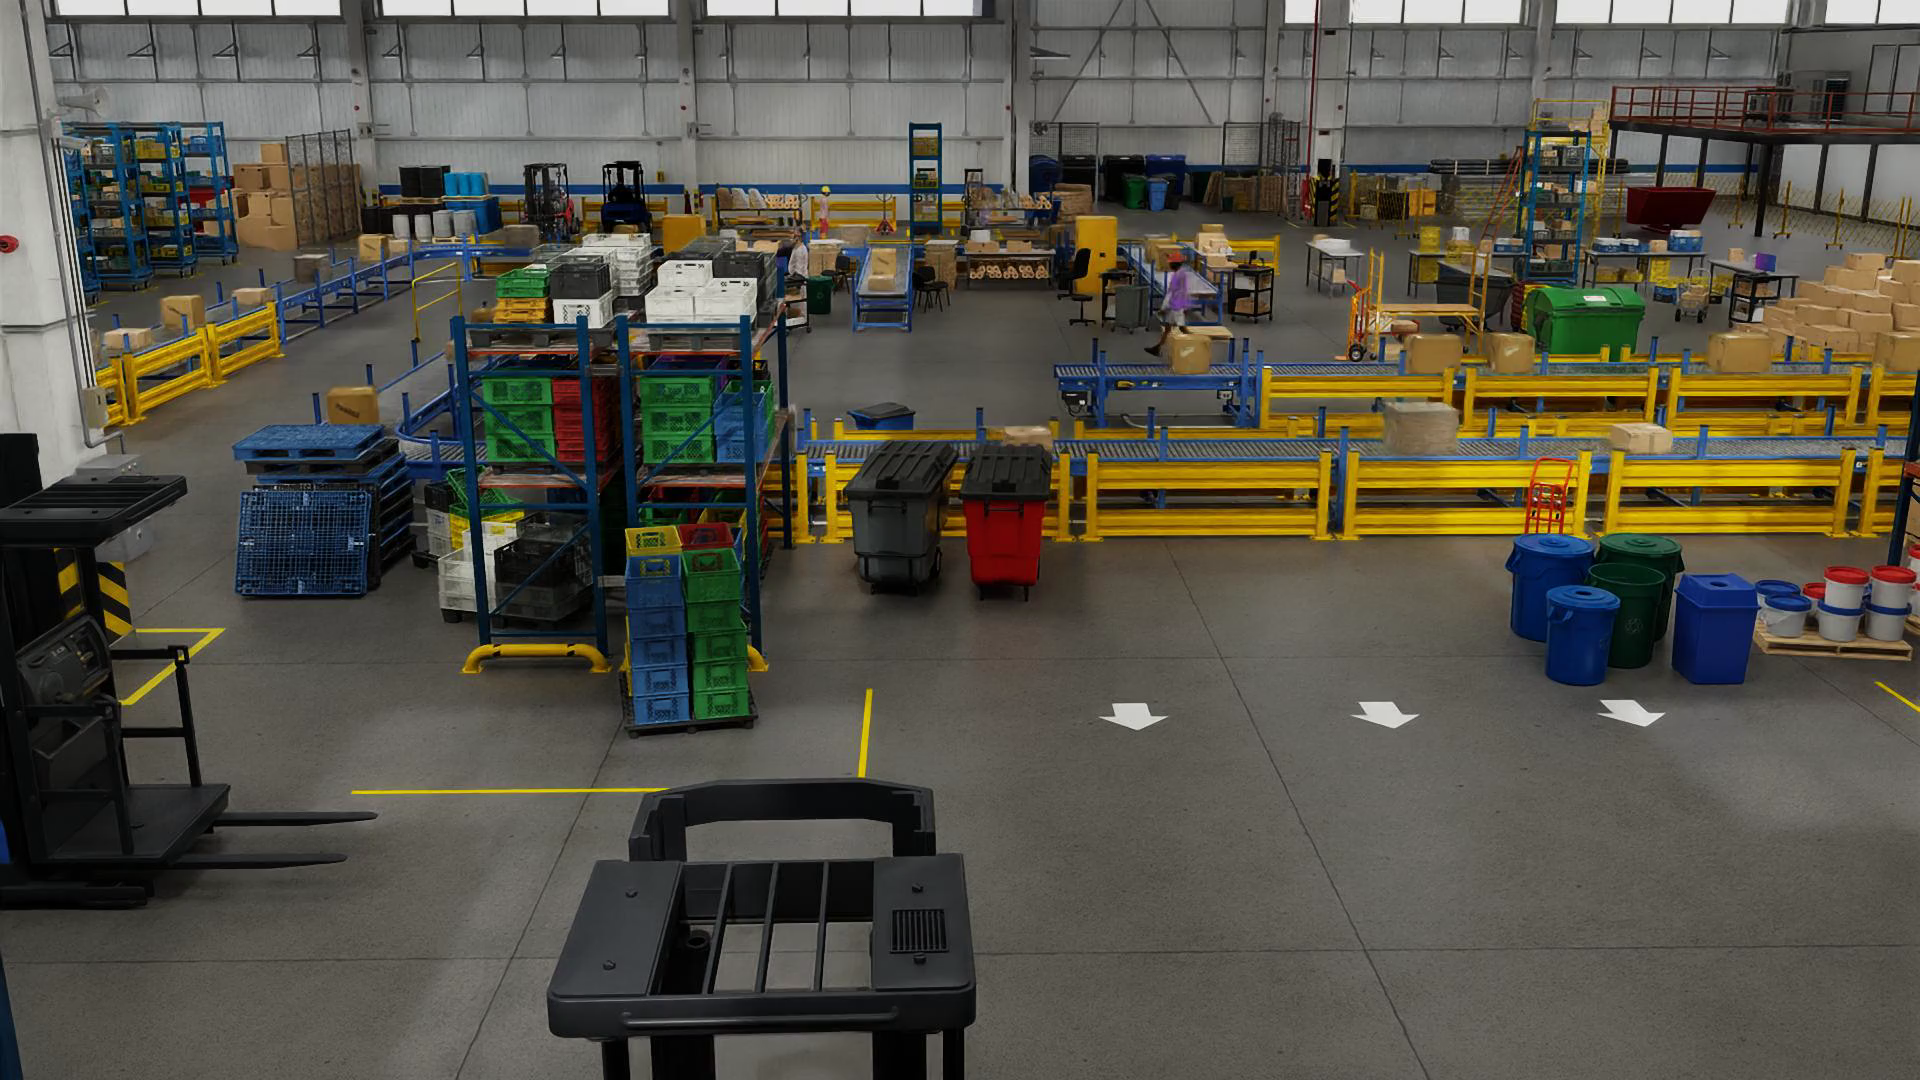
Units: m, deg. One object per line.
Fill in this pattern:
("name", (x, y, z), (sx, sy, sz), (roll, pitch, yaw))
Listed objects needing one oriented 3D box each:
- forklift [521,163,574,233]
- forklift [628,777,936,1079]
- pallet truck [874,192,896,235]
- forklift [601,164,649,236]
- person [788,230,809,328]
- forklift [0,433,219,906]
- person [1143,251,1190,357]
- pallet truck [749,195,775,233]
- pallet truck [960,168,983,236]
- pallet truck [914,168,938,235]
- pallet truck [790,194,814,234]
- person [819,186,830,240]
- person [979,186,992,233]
("forklift", (-12.233, -10.122, 49.298), (1.157, 1.987, 2.680), (0, 16, -1))
("forklift", (-0.542, 2.165, 5.552), (1.129, 2.768, 1.873), (-1, 16, -2))
("pallet truck", (-2.277, -9.986, 50.594), (0.653, 1.274, 1.630), (0, 16, -1))
("forklift", (-9.948, -10.127, 49.296), (1.157, 1.987, 2.680), (-1, 16, -3))
("person", (-3.172, -5.110, 32.603), (0.396, 1.899, 0.644), (-1, 16, -2))
("forklift", (-5.952, 0.780, 10.366), (1.873, 2.768, 1.129), (0, 16, -1))
("person", (3.745, -4.090, 29.074), (1.011, 1.881, 0.544), (5, 17, 18))
("pallet truck", (-6.051, -9.967, 50.660), (0.680, 1.201, 1.601), (0, 16, -1))
("pallet truck", (0.383, -10.230, 50.206), (0.823, 1.965, 1.885), (-1, 16, -3))
("pallet truck", (-0.989, -10.316, 50.507), (0.823, 1.965, 1.885), (1, 16, 3))
("pallet truck", (-4.814, -9.883, 50.259), (0.704, 1.261, 1.522), (-1, 16, -3))
("person", (-3.716, -8.868, 45.890), (0.329, 1.765, 0.526), (-6, 17, -19))
("person", (0.724, -8.002, 42.439), (0.893, 2.015, 0.617), (3, 16, 9))
